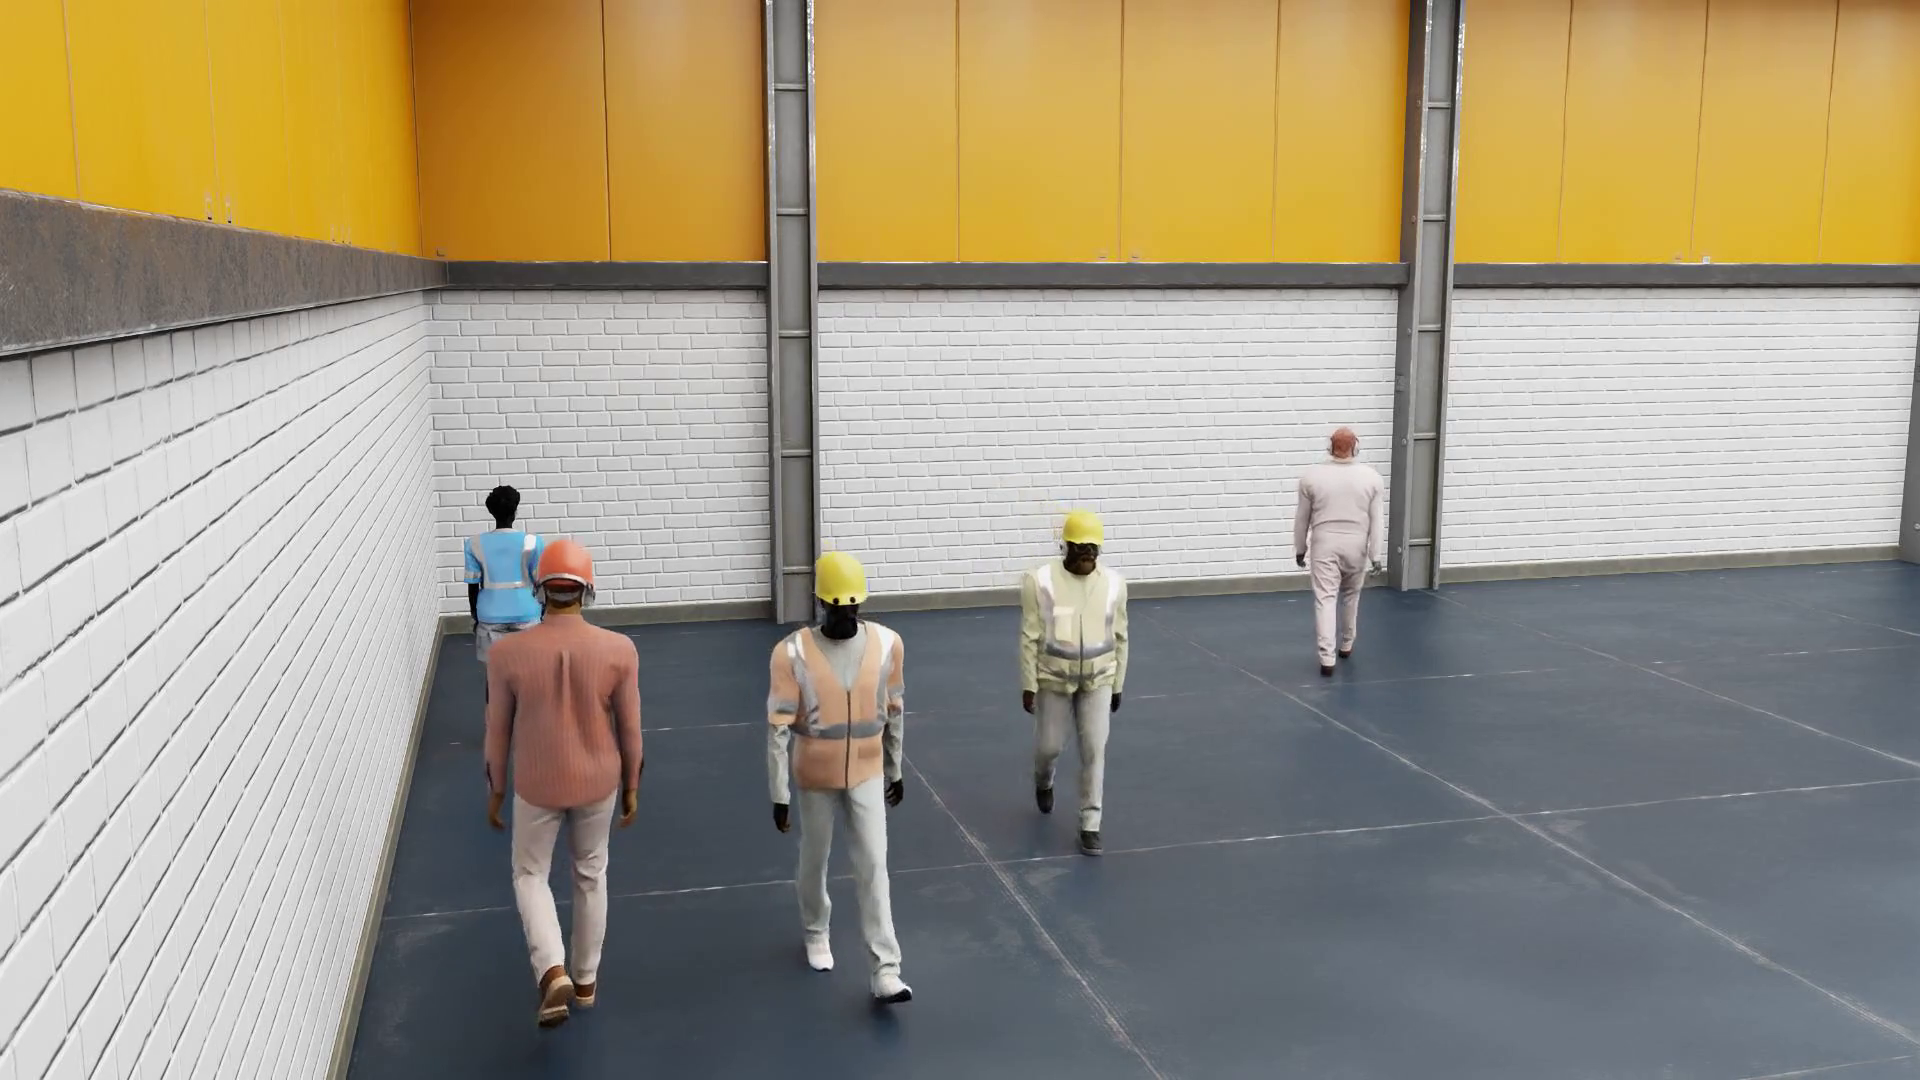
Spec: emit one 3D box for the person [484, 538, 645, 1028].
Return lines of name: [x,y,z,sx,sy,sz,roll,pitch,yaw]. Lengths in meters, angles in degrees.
person: [-1.573,0.982,6.675,0.634,1.979,0.672,-3,10,-18]

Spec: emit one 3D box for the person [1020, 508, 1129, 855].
person: [0.602,0.714,8.863,0.598,1.813,0.717,-1,9,-6]

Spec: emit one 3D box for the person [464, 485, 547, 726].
person: [-2.875,0.496,10.612,0.533,1.692,0.319,-1,9,-8]

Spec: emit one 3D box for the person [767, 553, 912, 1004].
person: [-0.491,0.989,6.953,0.622,1.873,0.987,-3,10,-18]

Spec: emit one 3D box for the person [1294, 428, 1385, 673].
person: [2.908,0.063,12.805,0.666,1.853,0.991,2,9,12]
